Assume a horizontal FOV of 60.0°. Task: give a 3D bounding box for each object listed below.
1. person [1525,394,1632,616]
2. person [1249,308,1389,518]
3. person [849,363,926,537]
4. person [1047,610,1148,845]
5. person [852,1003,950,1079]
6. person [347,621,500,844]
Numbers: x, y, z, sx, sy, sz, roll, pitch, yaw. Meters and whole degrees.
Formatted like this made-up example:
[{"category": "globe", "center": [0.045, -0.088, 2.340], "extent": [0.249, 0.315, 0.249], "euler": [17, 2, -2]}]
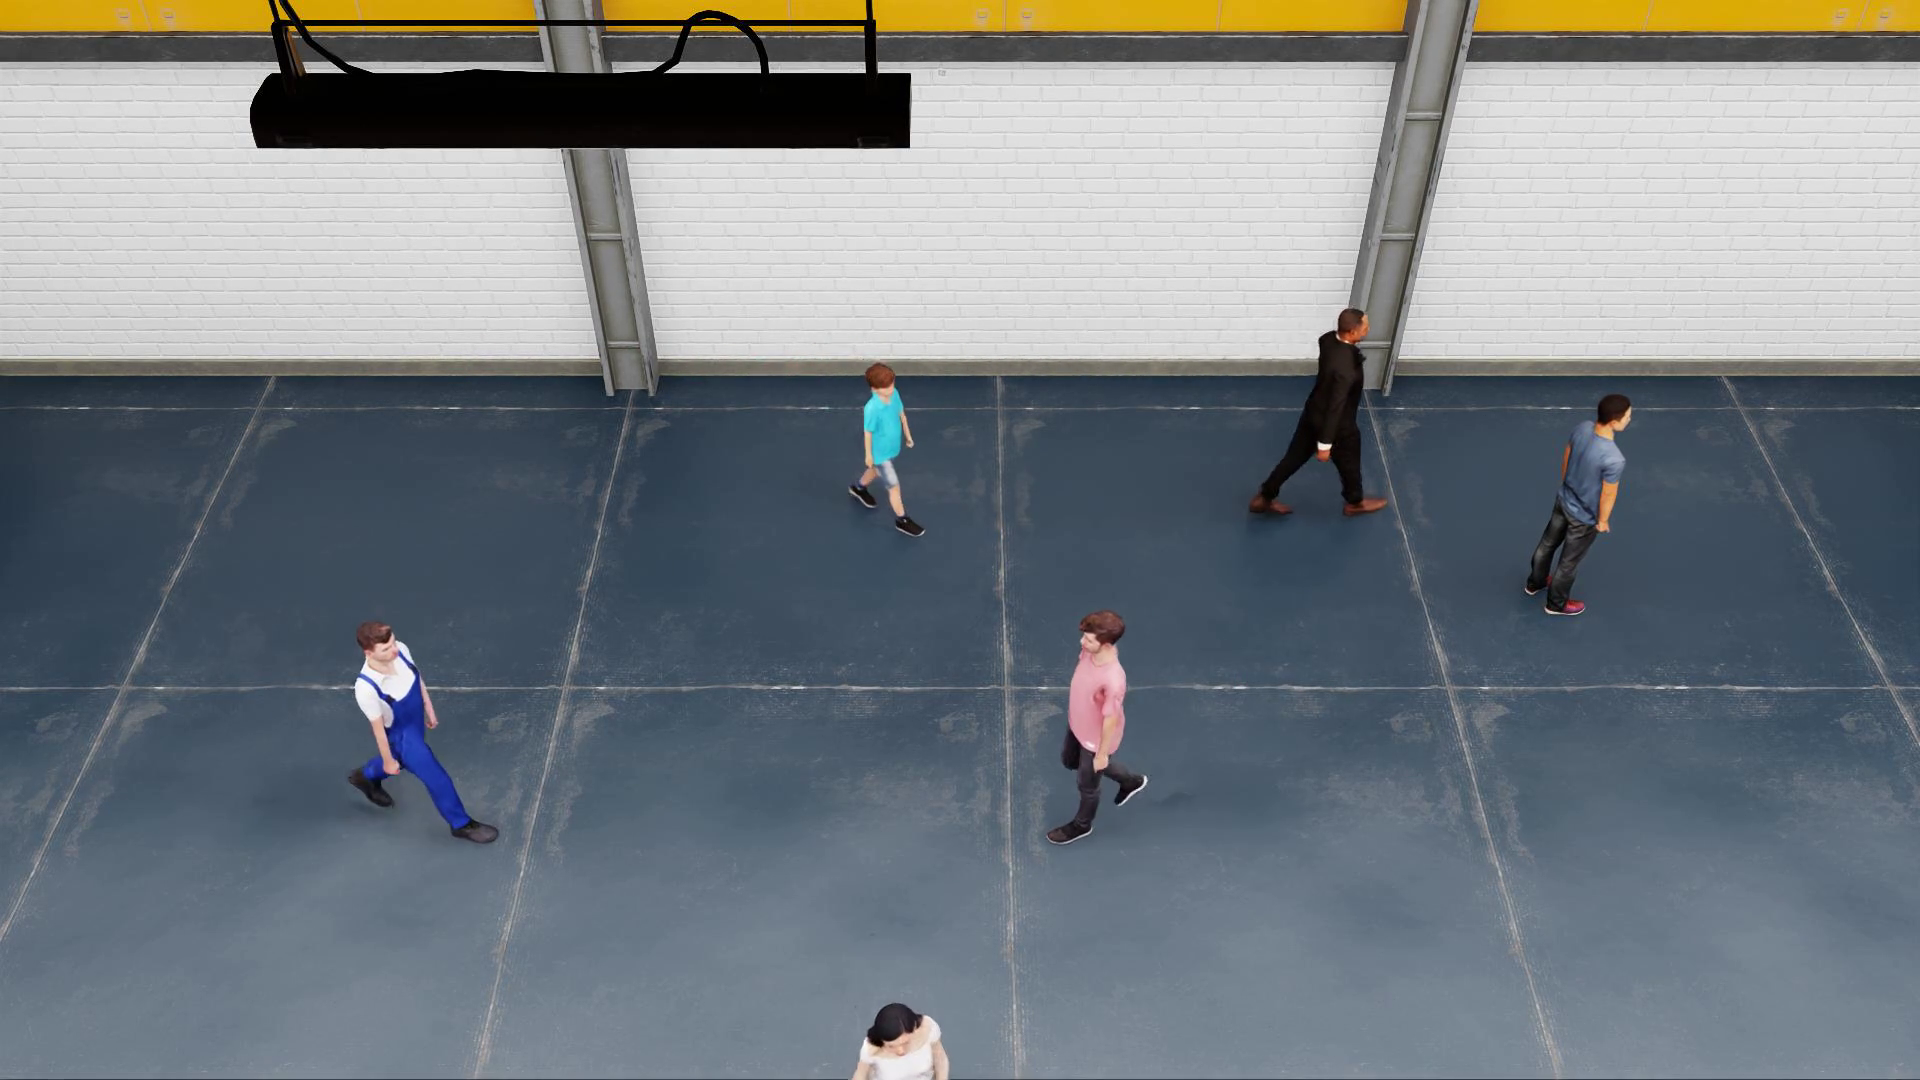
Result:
[{"category": "person", "center": [4.203, -0.246, 11.284], "extent": [0.661, 1.807, 0.717], "euler": [-13, 45, -13]}, {"category": "person", "center": [2.538, -0.845, 11.877], "extent": [1.306, 1.857, 0.831], "euler": [-5, 44, -5]}, {"category": "person", "center": [-0.605, -0.716, 12.057], "extent": [1.021, 1.423, 0.852], "euler": [23, 48, 22]}, {"category": "person", "center": [0.874, 1.092, 9.778], "extent": [0.986, 1.948, 0.813], "euler": [-13, 45, -13]}, {"category": "person", "center": [-0.319, 2.677, 8.284], "extent": [1.131, 1.713, 1.017], "euler": [-24, 48, -23]}, {"category": "person", "center": [-3.360, 1.118, 9.843], "extent": [1.291, 1.820, 0.838], "euler": [9, 44, 10]}]
